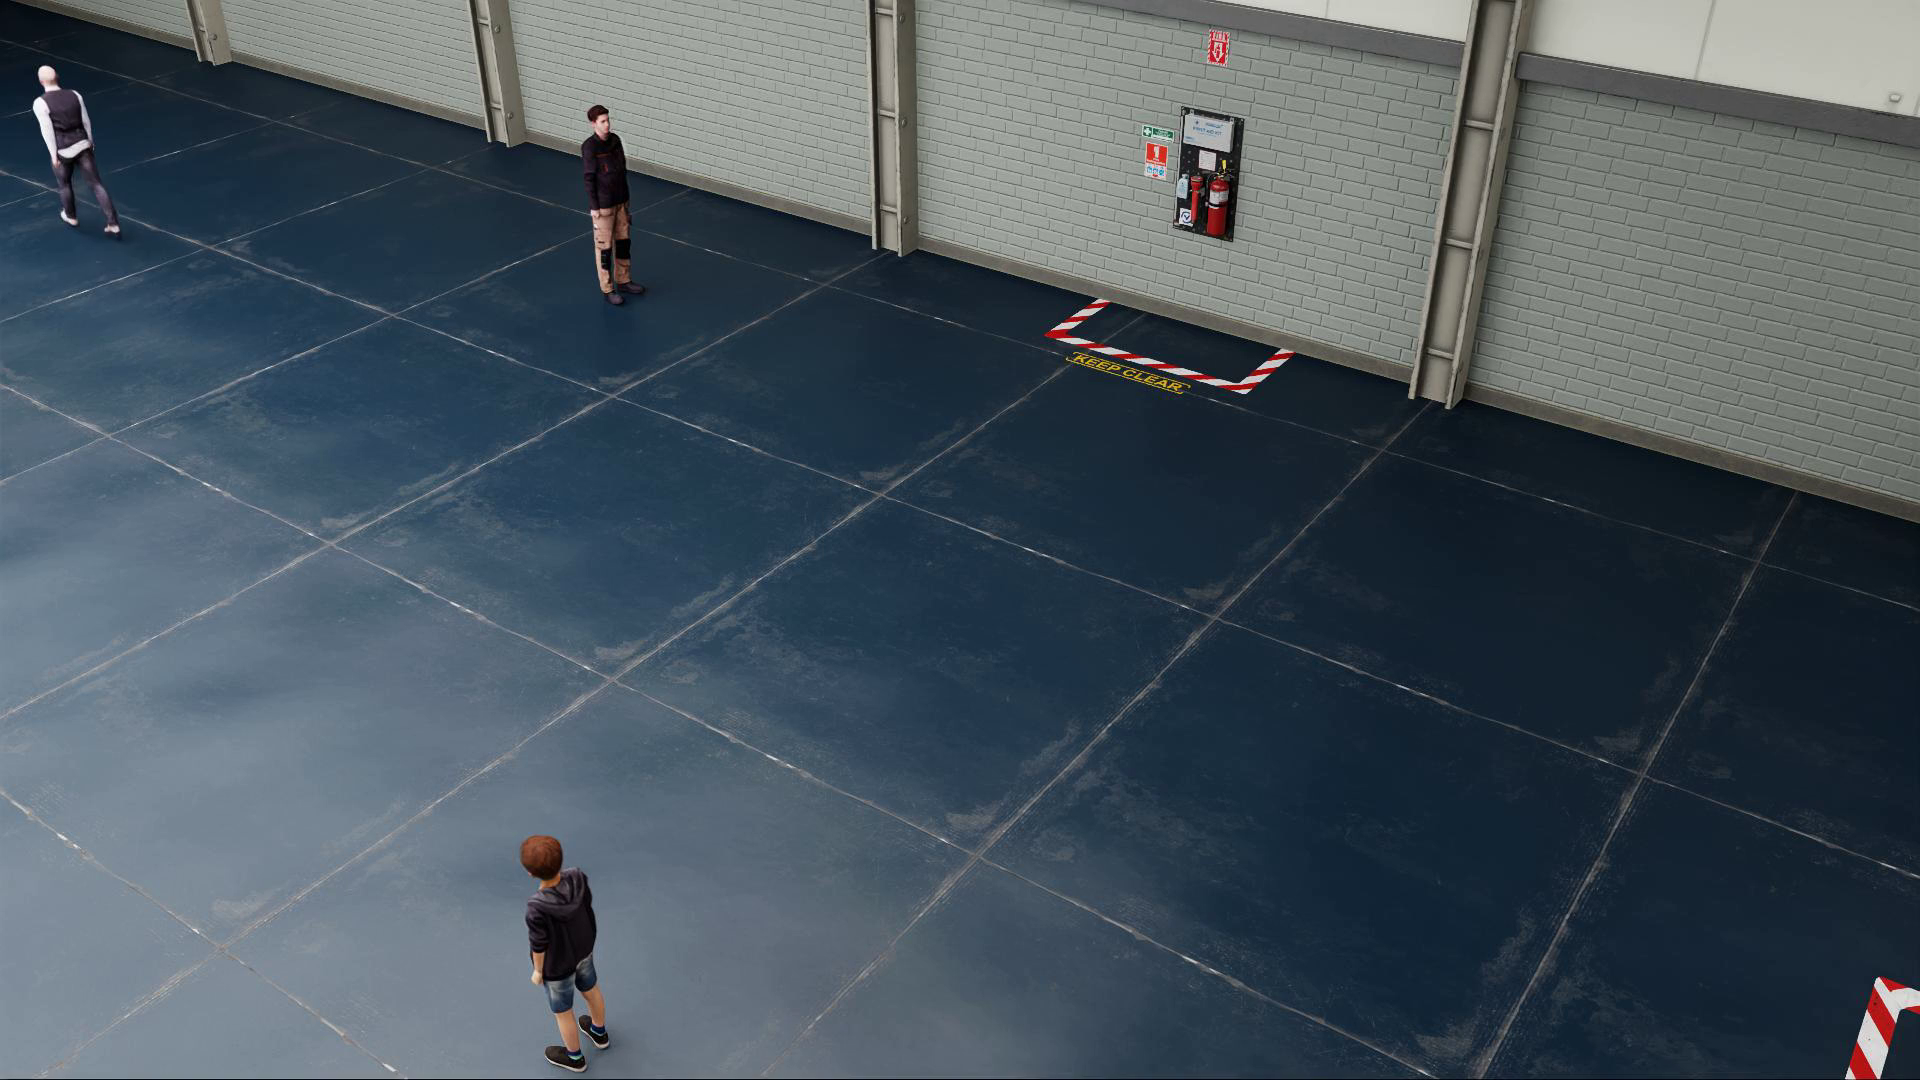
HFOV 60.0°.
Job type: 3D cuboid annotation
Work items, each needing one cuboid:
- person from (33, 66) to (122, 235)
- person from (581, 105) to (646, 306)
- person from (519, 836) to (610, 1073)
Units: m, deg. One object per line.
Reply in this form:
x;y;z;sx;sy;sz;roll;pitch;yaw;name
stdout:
-9.280;-4.038;17.496;1.212;1.774;0.717;22;38;31;person
-3.401;-3.271;16.137;0.603;1.925;0.698;18;37;26;person
-1.951;2.023;8.191;0.508;1.451;0.526;20;37;29;person
